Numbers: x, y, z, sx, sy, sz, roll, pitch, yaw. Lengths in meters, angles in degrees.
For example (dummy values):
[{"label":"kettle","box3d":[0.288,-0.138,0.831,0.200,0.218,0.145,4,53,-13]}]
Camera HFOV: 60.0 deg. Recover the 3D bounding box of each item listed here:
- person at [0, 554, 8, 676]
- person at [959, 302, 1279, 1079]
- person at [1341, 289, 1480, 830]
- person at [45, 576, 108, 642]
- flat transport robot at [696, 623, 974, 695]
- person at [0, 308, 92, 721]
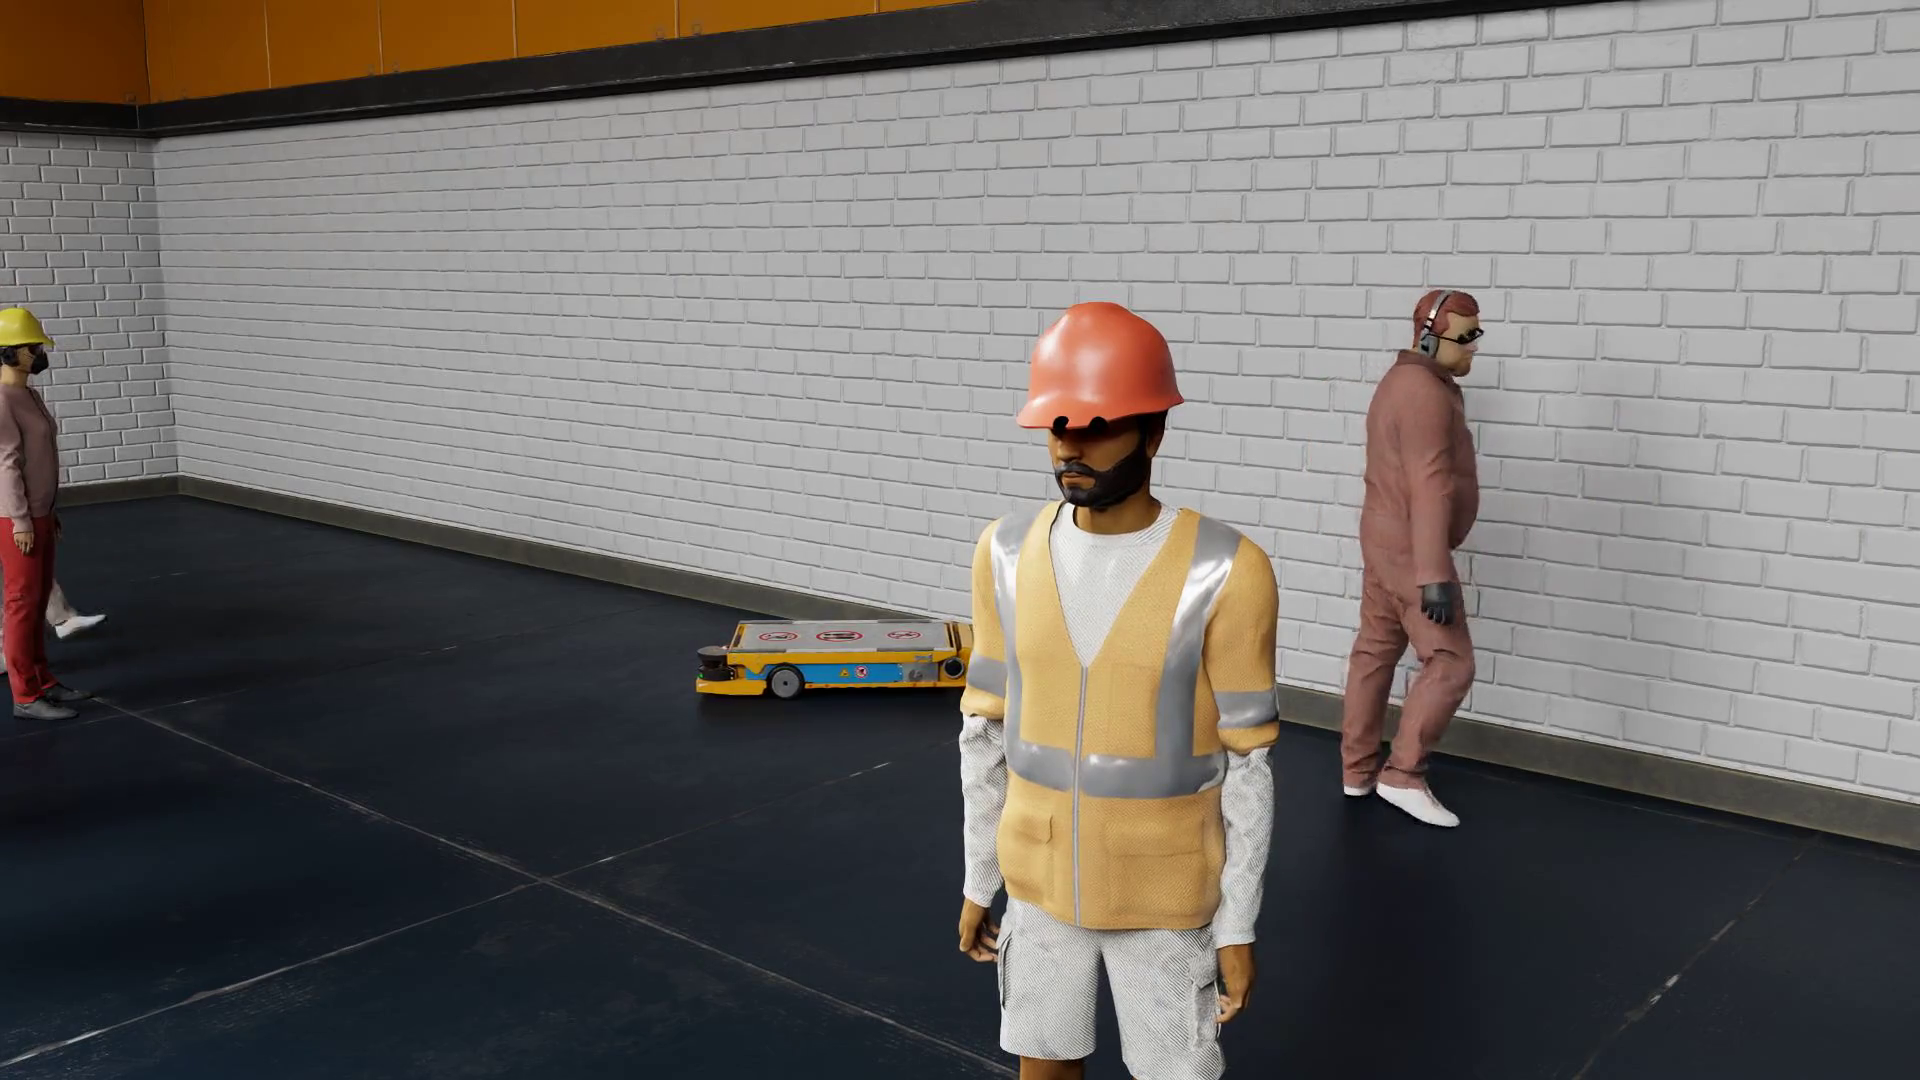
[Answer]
[{"label":"person","box3d":[-4.693,-0.237,7.629,0.666,1.862,0.745,8,13,39]},{"label":"person","box3d":[0.237,0.578,2.784,0.551,1.935,0.371,5,11,26]},{"label":"person","box3d":[1.596,0.073,5.829,0.459,1.879,0.743,1,10,4]},{"label":"person","box3d":[-4.840,-0.224,8.319,0.872,1.585,0.543,-2,10,-10]},{"label":"flat transport robot","box3d":[-0.479,0.537,7.757,1.431,0.197,0.652,0,10,-3]},{"label":"person","box3d":[-4.008,-0.110,7.181,0.304,1.772,0.525,-3,10,-17]}]
